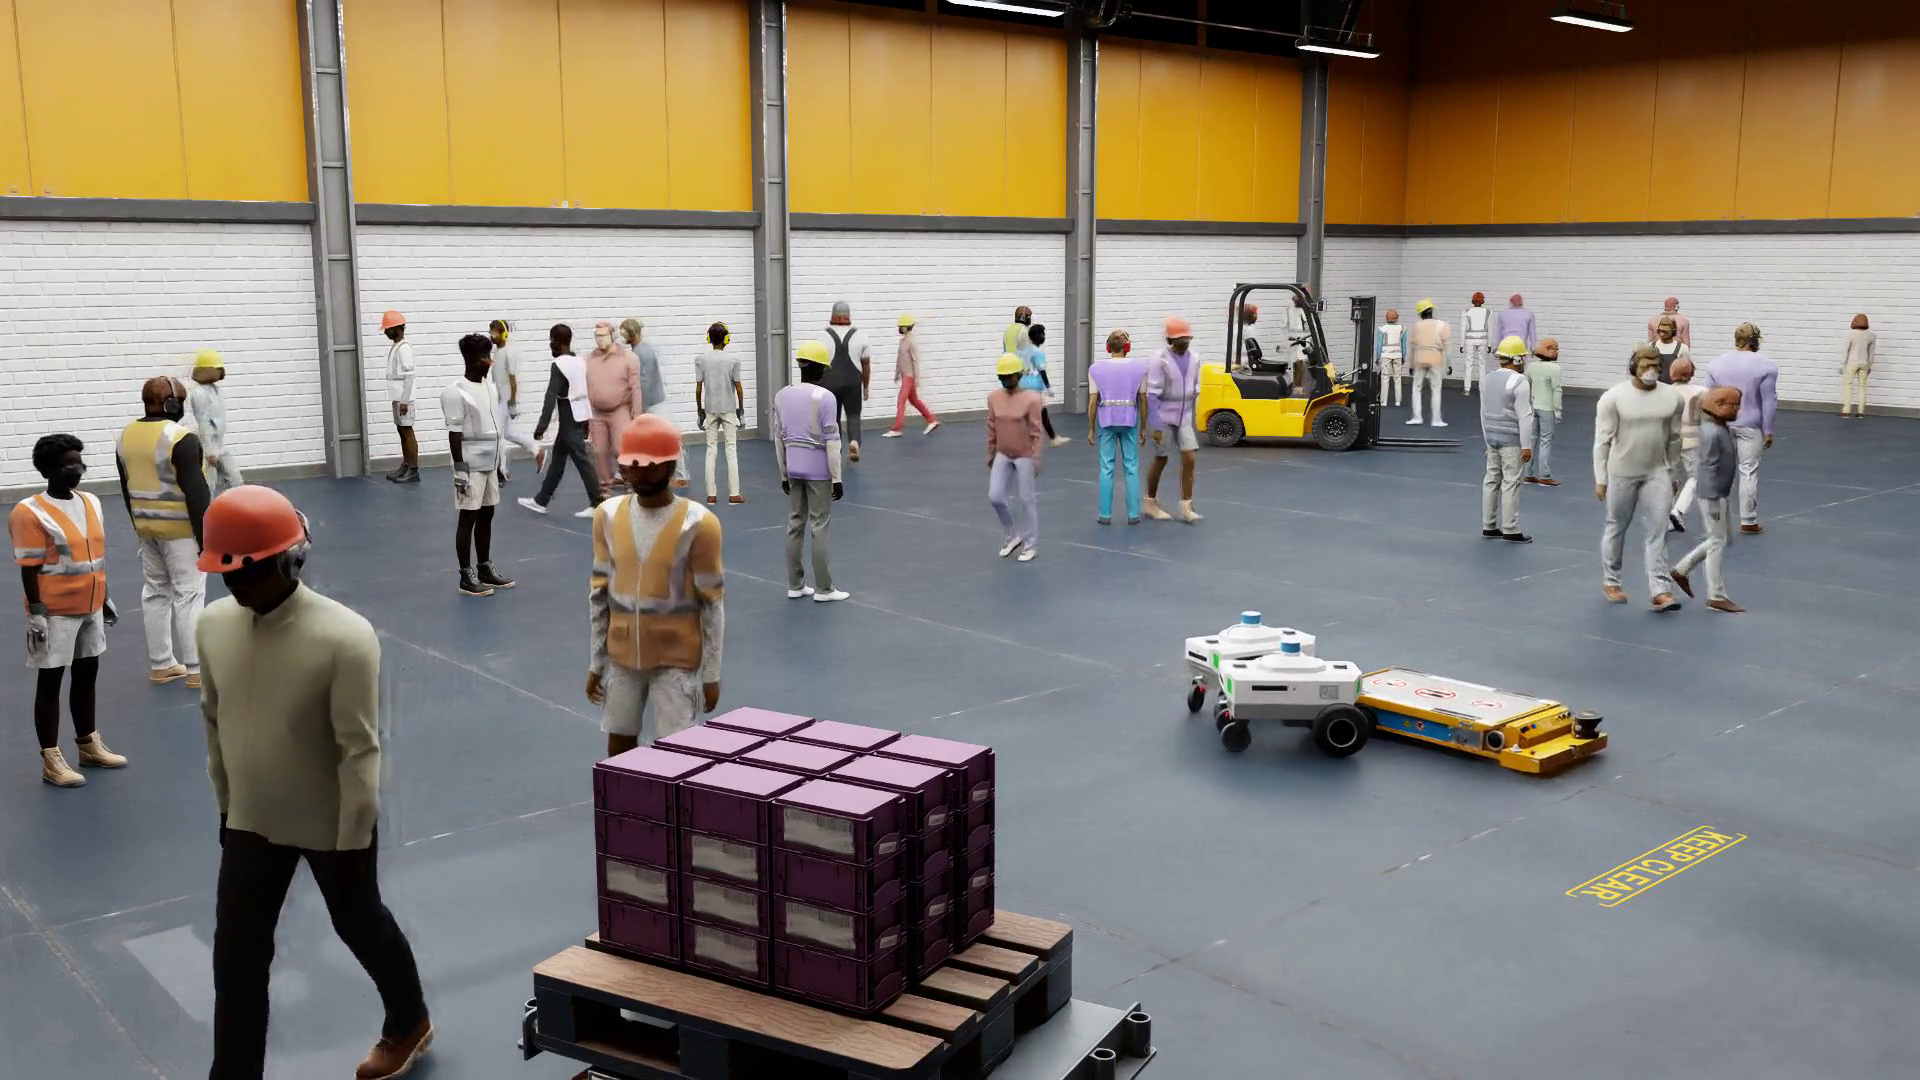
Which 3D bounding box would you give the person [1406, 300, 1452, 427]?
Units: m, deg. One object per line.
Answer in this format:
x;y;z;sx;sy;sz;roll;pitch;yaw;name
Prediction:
6.997;-2.628;24.811;0.663;1.887;0.394;4;11;24;person

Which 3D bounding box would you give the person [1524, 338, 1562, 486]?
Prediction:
6.464;-1.417;18.425;0.283;1.633;0.498;-4;11;-23;person

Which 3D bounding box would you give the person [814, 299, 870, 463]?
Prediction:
-1.437;-1.913;20.139;0.684;2.000;0.619;-1;10;-6;person

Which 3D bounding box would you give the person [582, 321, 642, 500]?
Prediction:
-3.535;-1.268;16.807;0.663;1.885;0.461;2;10;10;person

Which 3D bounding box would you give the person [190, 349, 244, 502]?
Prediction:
-6.490;-0.785;14.447;0.402;1.732;0.484;0;10;-2;person

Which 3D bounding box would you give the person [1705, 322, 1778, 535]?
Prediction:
7.112;-1.014;15.189;0.379;1.937;0.629;-9;13;-44;person

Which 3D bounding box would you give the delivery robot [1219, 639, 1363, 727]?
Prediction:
1.700;0.754;8.597;0.707;0.478;0.477;0;10;3;delivery robot

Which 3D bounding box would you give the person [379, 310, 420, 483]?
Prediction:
-6.283;-1.604;18.647;0.363;1.933;0.543;-6;11;-30;person

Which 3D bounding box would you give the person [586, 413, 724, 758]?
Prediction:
-1.212;0.451;6.632;0.569;1.933;0.489;3;10;15;person

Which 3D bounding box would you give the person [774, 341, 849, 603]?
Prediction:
-1.090;-0.498;12.216;0.586;1.917;0.380;7;12;35;person

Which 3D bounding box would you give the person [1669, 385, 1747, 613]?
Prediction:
5.409;-0.301;11.930;0.542;1.625;0.507;7;12;37;person

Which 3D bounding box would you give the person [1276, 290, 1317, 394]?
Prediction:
5.882;-3.442;29.214;0.622;1.995;1.015;7;12;37;person

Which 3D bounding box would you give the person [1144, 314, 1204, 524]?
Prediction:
2.019;-1.130;15.687;0.625;1.986;0.879;-5;11;-28;person

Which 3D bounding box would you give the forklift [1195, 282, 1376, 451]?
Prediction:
4.328;-2.346;22.227;2.313;2.155;1.214;3;10;16;forklift

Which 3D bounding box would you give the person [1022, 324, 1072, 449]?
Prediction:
1.037;-1.967;21.583;0.876;1.651;0.541;-1;10;-8;person

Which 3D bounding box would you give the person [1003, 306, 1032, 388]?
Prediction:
0.864;-2.334;23.205;0.430;1.839;0.619;-6;11;-30;person

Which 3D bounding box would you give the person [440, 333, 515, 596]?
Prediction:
-3.627;-0.574;12.517;0.367;1.966;0.605;3;10;15;person

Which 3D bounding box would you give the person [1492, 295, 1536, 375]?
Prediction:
9.892;-3.435;29.661;0.717;1.837;1.037;3;10;19;person

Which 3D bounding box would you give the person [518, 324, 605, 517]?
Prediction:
-3.891;-1.145;16.122;0.977;1.867;0.619;1;10;5;person

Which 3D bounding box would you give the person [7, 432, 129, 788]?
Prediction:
-4.304;0.325;8.034;0.320;1.699;0.531;2;10;13;person

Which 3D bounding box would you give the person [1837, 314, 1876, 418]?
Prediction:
14.062;-2.725;26.085;0.501;1.634;0.277;0;10;0;person

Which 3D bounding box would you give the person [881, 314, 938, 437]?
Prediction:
-0.688;-2.324;23.438;0.869;1.732;0.529;-4;10;-21;person

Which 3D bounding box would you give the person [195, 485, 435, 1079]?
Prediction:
-1.895;0.776;4.757;0.624;1.935;1.050;2;10;13;person

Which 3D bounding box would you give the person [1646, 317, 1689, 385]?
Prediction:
8.159;-1.671;19.319;0.505;1.838;0.347;7;12;35;person

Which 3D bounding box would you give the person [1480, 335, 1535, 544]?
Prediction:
4.862;-0.888;14.734;0.404;1.837;0.590;-4;10;-22;person

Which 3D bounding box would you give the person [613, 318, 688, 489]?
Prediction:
-3.430;-1.467;18.098;0.909;1.867;0.653;-5;11;-28;person

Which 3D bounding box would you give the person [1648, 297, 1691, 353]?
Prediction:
11.034;-2.825;25.891;0.639;1.904;0.409;8;13;40;person

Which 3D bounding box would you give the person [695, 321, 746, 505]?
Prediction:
-2.441;-1.287;16.977;0.513;1.872;0.328;1;10;4;person

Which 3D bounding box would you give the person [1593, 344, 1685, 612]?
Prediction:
4.872;-0.431;11.868;0.666;1.896;0.934;0;10;1;person

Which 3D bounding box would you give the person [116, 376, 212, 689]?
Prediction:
-4.620;-0.044;9.792;0.628;1.841;0.429;5;11;25;person

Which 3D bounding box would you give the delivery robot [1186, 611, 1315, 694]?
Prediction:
1.614;0.641;9.254;0.707;0.478;0.477;-5;11;-25;delivery robot

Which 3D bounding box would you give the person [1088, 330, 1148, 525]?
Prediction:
1.482;-1.049;15.668;0.564;1.839;0.392;0;10;0;person

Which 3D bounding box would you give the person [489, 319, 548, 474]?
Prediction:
-5.063;-1.577;18.767;0.730;1.843;0.553;-6;11;-31;person

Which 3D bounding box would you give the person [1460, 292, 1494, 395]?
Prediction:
9.396;-3.566;30.279;0.575;1.883;0.355;2;10;9;person

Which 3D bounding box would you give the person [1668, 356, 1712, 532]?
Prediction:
6.550;-0.854;15.134;0.551;1.630;0.484;9;13;44;person

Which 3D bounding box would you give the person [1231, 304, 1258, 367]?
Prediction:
4.071;-2.391;23.465;0.574;1.857;0.583;-2;10;-9;person

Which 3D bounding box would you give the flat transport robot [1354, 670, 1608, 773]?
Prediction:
2.577;0.915;8.757;0.652;0.197;1.431;-8;13;-40;flat transport robot

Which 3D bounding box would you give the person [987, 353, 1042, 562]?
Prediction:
0.449;-0.681;13.777;0.561;1.739;0.444;6;11;31;person

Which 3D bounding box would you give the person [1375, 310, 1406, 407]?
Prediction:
7.248;-3.052;27.987;0.523;1.636;0.310;-1;10;-6;person
